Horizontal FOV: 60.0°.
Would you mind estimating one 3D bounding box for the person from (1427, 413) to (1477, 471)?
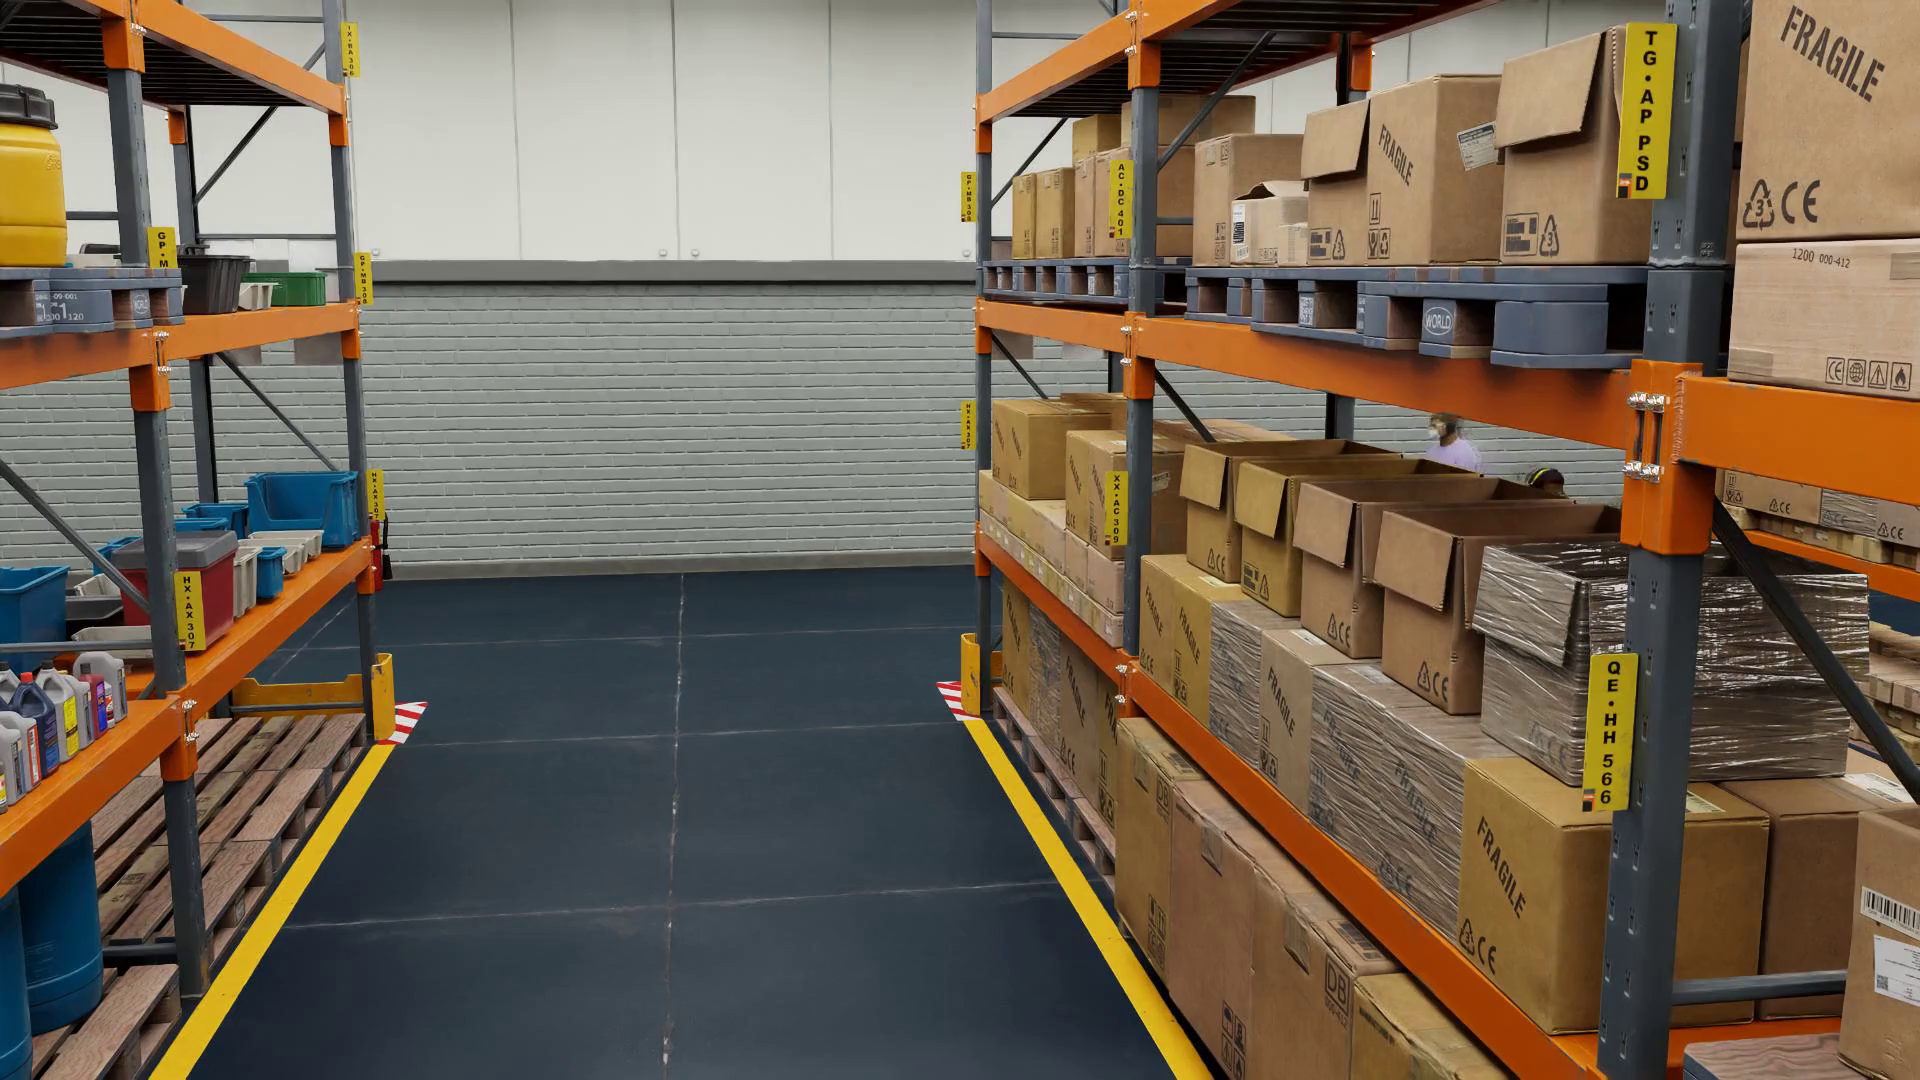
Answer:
[{"bbox_3d":[4.060,-0.163,13.979,1.003,1.881,0.643,-3,10,-20],"label":"person"}]

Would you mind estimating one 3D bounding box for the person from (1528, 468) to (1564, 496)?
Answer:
[{"bbox_3d":[3.574,0.483,10.182,0.538,1.822,0.937,-3,10,-16],"label":"person"}]
